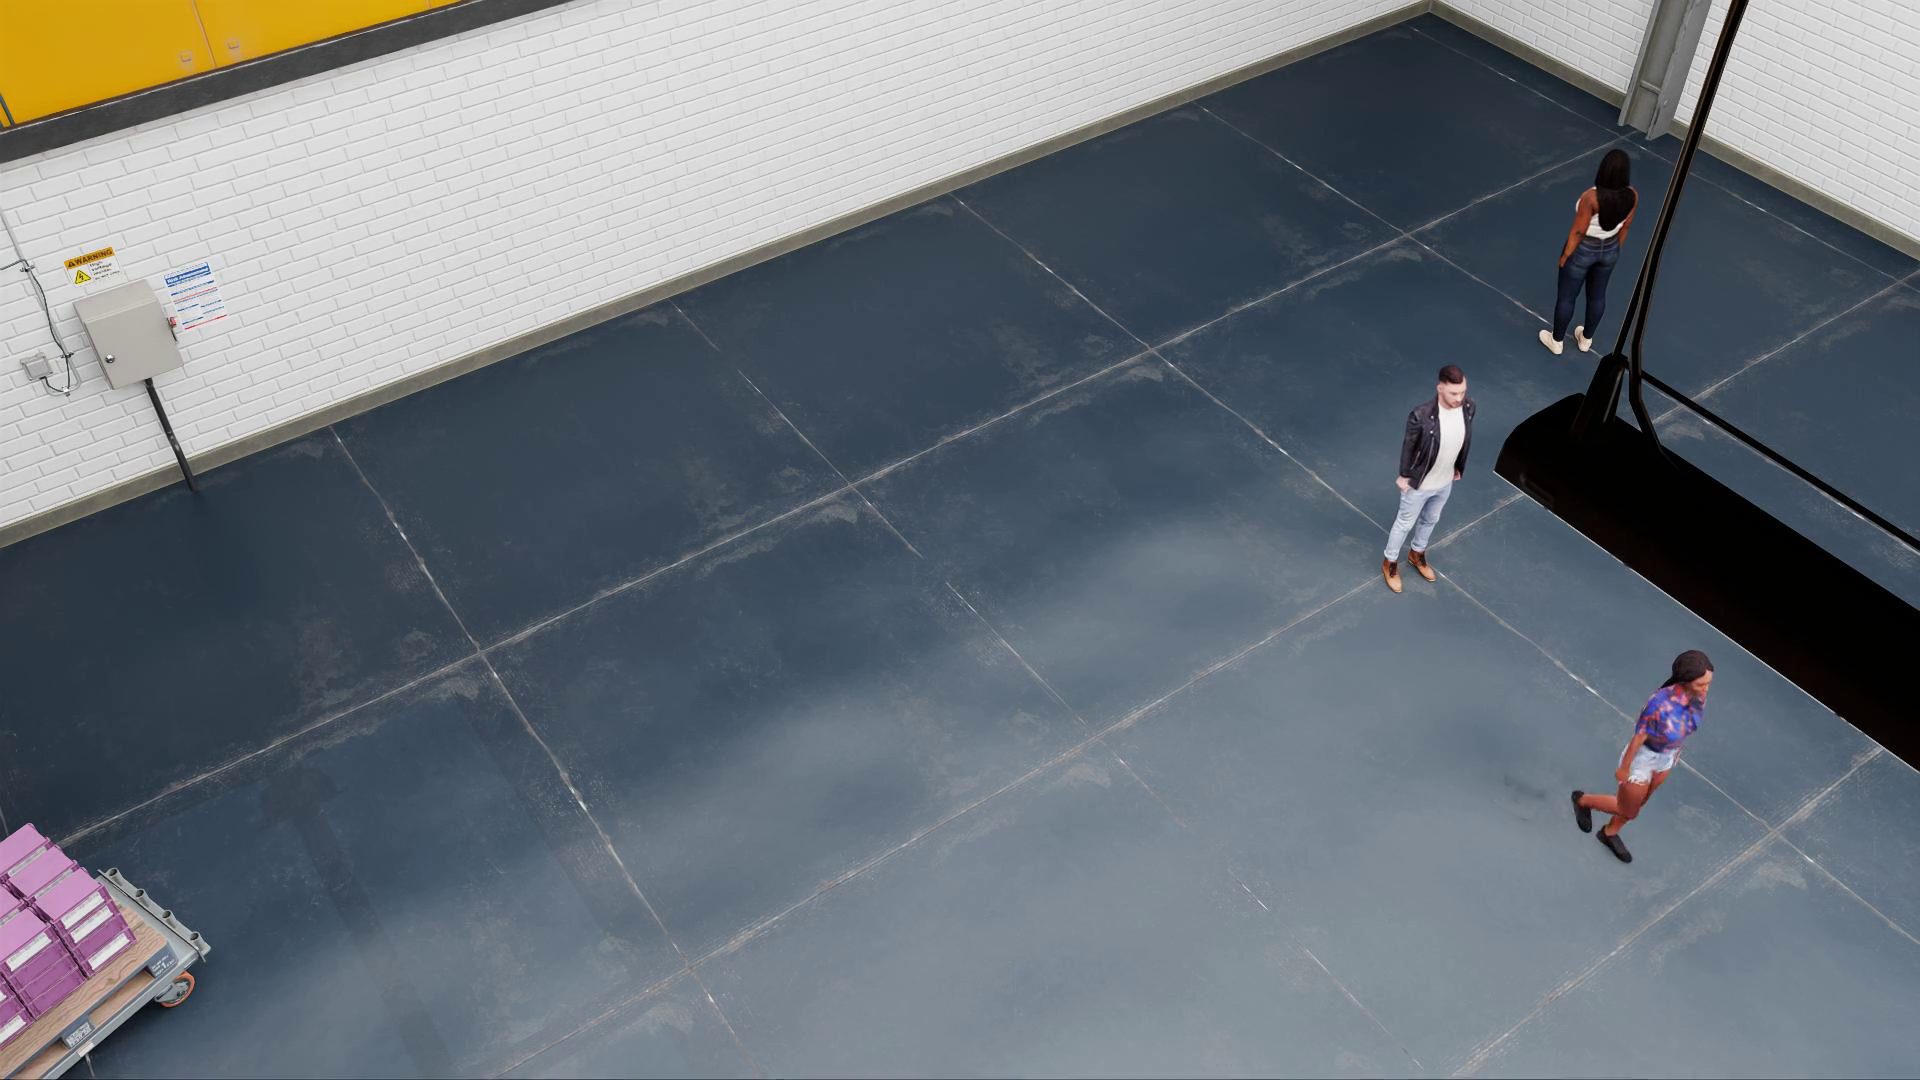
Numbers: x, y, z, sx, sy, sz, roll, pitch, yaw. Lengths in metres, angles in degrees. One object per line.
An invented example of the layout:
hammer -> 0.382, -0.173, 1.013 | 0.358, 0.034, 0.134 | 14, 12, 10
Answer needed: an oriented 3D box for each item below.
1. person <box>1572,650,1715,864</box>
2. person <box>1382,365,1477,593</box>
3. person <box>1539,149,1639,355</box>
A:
person -> 3.926, 1.211, 9.651 | 0.669, 1.733, 0.748 | -21, 48, -21
person -> 3.193, -0.444, 11.312 | 0.705, 1.837, 0.625 | -15, 46, -15
person -> 5.045, -2.285, 13.266 | 0.743, 1.807, 0.757 | -5, 44, -5
